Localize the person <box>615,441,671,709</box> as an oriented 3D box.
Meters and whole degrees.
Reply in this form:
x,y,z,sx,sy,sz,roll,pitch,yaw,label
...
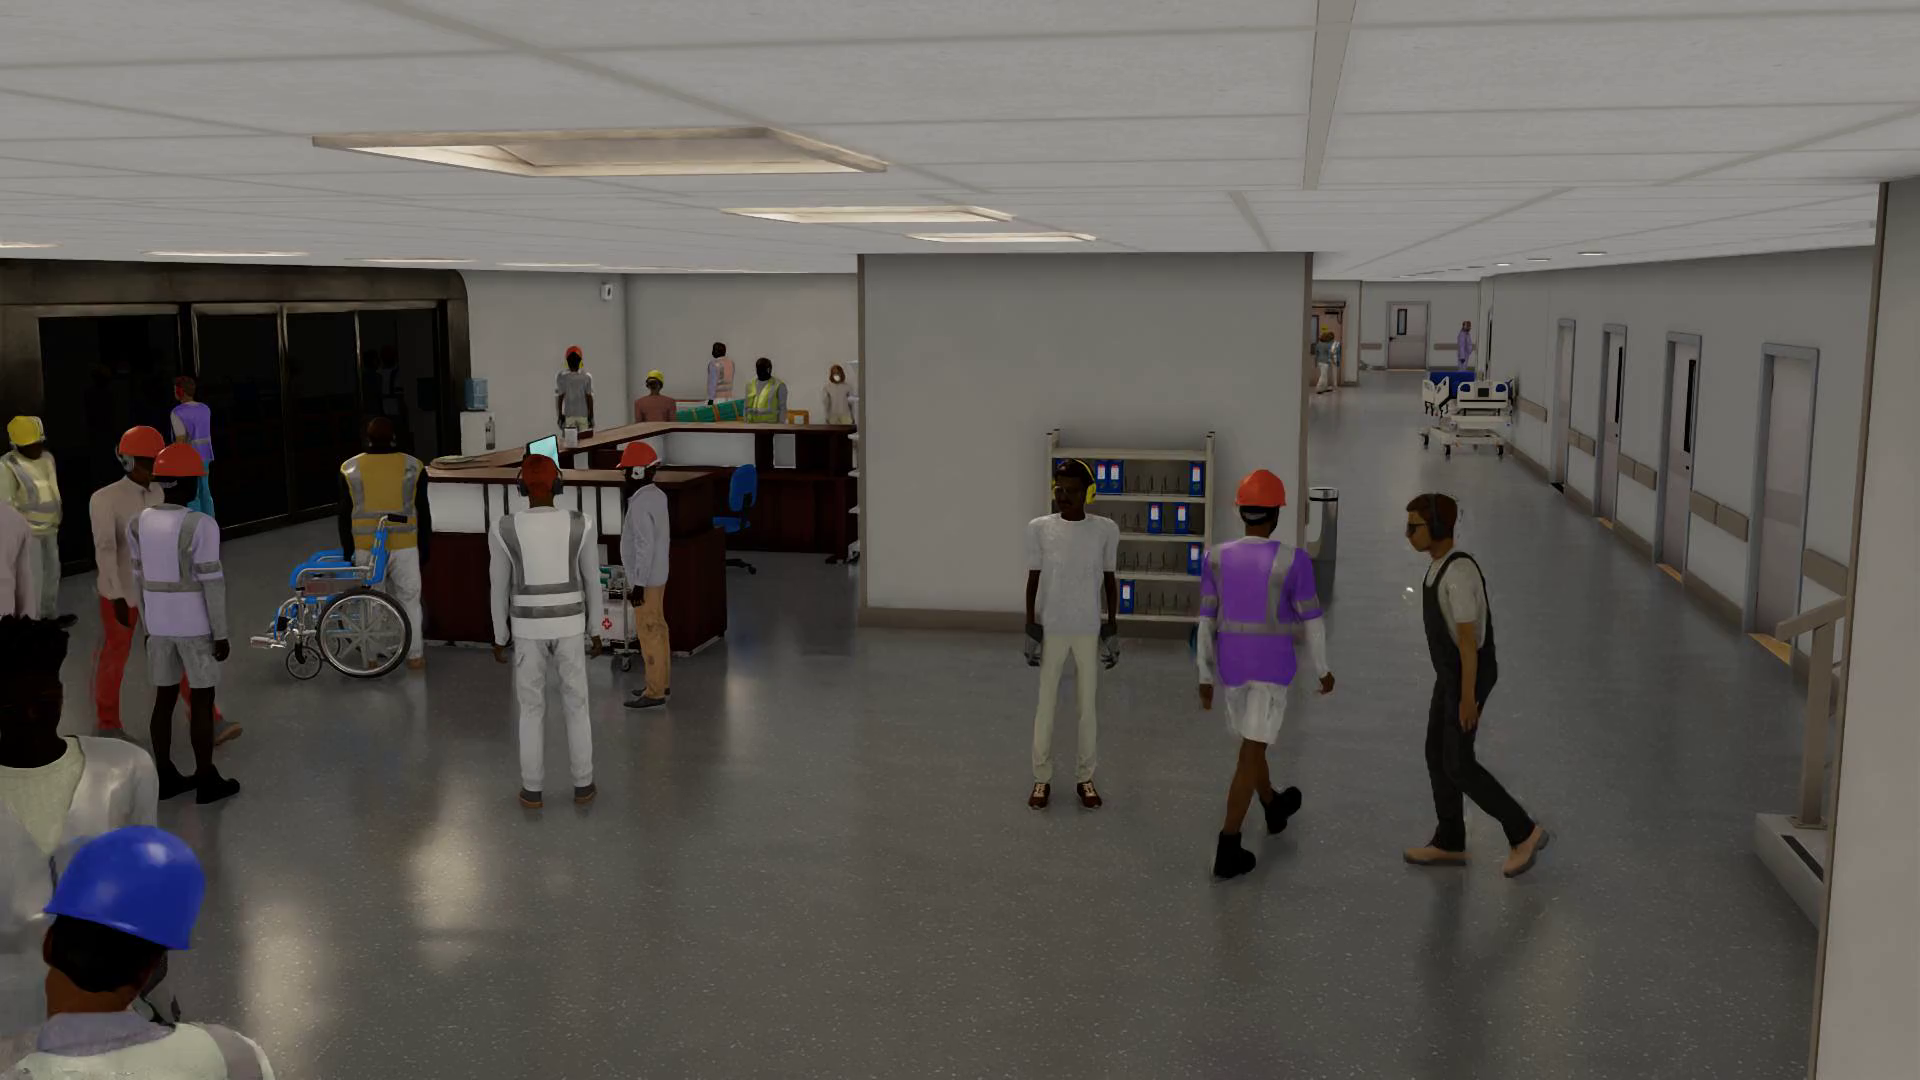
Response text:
x,y,z,sx,sy,sz,roll,pitch,yaw,label
-2.081,0.226,10.925,0.335,1.749,0.575,0,9,0,person

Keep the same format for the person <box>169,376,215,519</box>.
x,y,z,sx,sy,sz,roll,pitch,yaw,label
-8.009,-0.789,17.360,0.390,1.847,0.563,1,9,8,person

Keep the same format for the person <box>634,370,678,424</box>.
x,y,z,sx,sy,sz,roll,pitch,yaw,label
-3.711,-1.197,20.367,0.523,1.760,0.327,-1,9,-4,person

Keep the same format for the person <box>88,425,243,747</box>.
x,y,z,sx,sy,sz,roll,pitch,yaw,label
-4.770,0.305,9.782,1.025,1.938,0.638,4,10,26,person

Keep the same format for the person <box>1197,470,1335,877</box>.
x,y,z,sx,sy,sz,roll,pitch,yaw,label
1.457,0.605,8.001,0.561,1.875,1.029,7,11,37,person

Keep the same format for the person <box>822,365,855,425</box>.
x,y,z,sx,sy,sz,roll,pitch,yaw,label
-1.833,-1.842,25.183,0.501,1.591,0.846,-1,9,-4,person

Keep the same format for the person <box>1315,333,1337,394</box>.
x,y,z,sx,sy,sz,roll,pitch,yaw,label
9.610,-4.609,43.575,0.581,1.605,0.535,-3,9,-21,person

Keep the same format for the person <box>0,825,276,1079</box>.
x,y,z,sx,sy,sz,roll,pitch,yaw,label
-1.332,1.422,2.554,0.390,1.896,0.701,3,9,21,person

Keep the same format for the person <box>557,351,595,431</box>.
x,y,z,sx,sy,sz,roll,pitch,yaw,label
-5.408,-1.718,23.450,0.507,1.872,0.329,-2,9,-11,person

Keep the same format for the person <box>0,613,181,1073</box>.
x,y,z,sx,sy,sz,roll,pitch,yaw,label
-2.276,1.141,4.150,0.610,1.964,0.365,-8,12,-42,person

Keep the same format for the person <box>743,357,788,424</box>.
x,y,z,sx,sy,sz,roll,pitch,yaw,label
-2.602,-1.495,22.062,0.627,1.846,0.429,3,9,21,person

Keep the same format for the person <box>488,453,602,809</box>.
x,y,z,sx,sy,sz,roll,pitch,yaw,label
-2.181,0.481,8.800,0.574,1.887,0.355,-3,9,-16,person

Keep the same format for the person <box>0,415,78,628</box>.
x,y,z,sx,sy,sz,roll,pitch,yaw,label
-7.206,-0.100,13.013,0.413,1.781,0.759,0,9,3,person

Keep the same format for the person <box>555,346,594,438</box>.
x,y,z,sx,sy,sz,roll,pitch,yaw,label
-5.480,-1.791,23.708,0.545,1.939,0.374,1,9,3,person

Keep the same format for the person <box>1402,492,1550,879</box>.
x,y,z,sx,sy,sz,roll,pitch,yaw,label
2.396,0.676,7.775,0.657,1.809,0.545,1,9,5,person

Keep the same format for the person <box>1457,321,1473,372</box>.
x,y,z,sx,sy,sz,roll,pitch,yaw,label
13.481,-4.895,44.416,0.402,1.904,0.652,3,9,21,person

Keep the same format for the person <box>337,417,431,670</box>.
x,y,z,sx,sy,sz,roll,pitch,yaw,label
-4.121,0.039,11.933,0.633,1.836,0.429,-3,9,-19,person

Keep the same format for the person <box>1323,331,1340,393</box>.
x,y,z,sx,sy,sz,roll,pitch,yaw,label
9.818,-4.715,44.126,0.522,1.631,0.321,2,9,16,person

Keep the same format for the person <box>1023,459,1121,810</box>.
x,y,z,sx,sy,sz,roll,pitch,yaw,label
0.592,0.496,8.774,0.513,1.866,0.331,0,9,-1,person

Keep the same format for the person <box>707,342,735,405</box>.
x,y,z,sx,sy,sz,roll,pitch,yaw,label
-4.103,-2.448,28.382,0.429,1.847,0.626,4,10,26,person

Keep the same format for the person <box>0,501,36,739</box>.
x,y,z,sx,sy,sz,roll,pitch,yaw,label
-5.323,0.453,9.035,0.844,1.880,0.649,3,9,18,person

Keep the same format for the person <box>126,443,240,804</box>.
x,y,z,sx,sy,sz,roll,pitch,yaw,label
-4.144,0.447,8.900,0.545,1.931,0.380,2,9,16,person
